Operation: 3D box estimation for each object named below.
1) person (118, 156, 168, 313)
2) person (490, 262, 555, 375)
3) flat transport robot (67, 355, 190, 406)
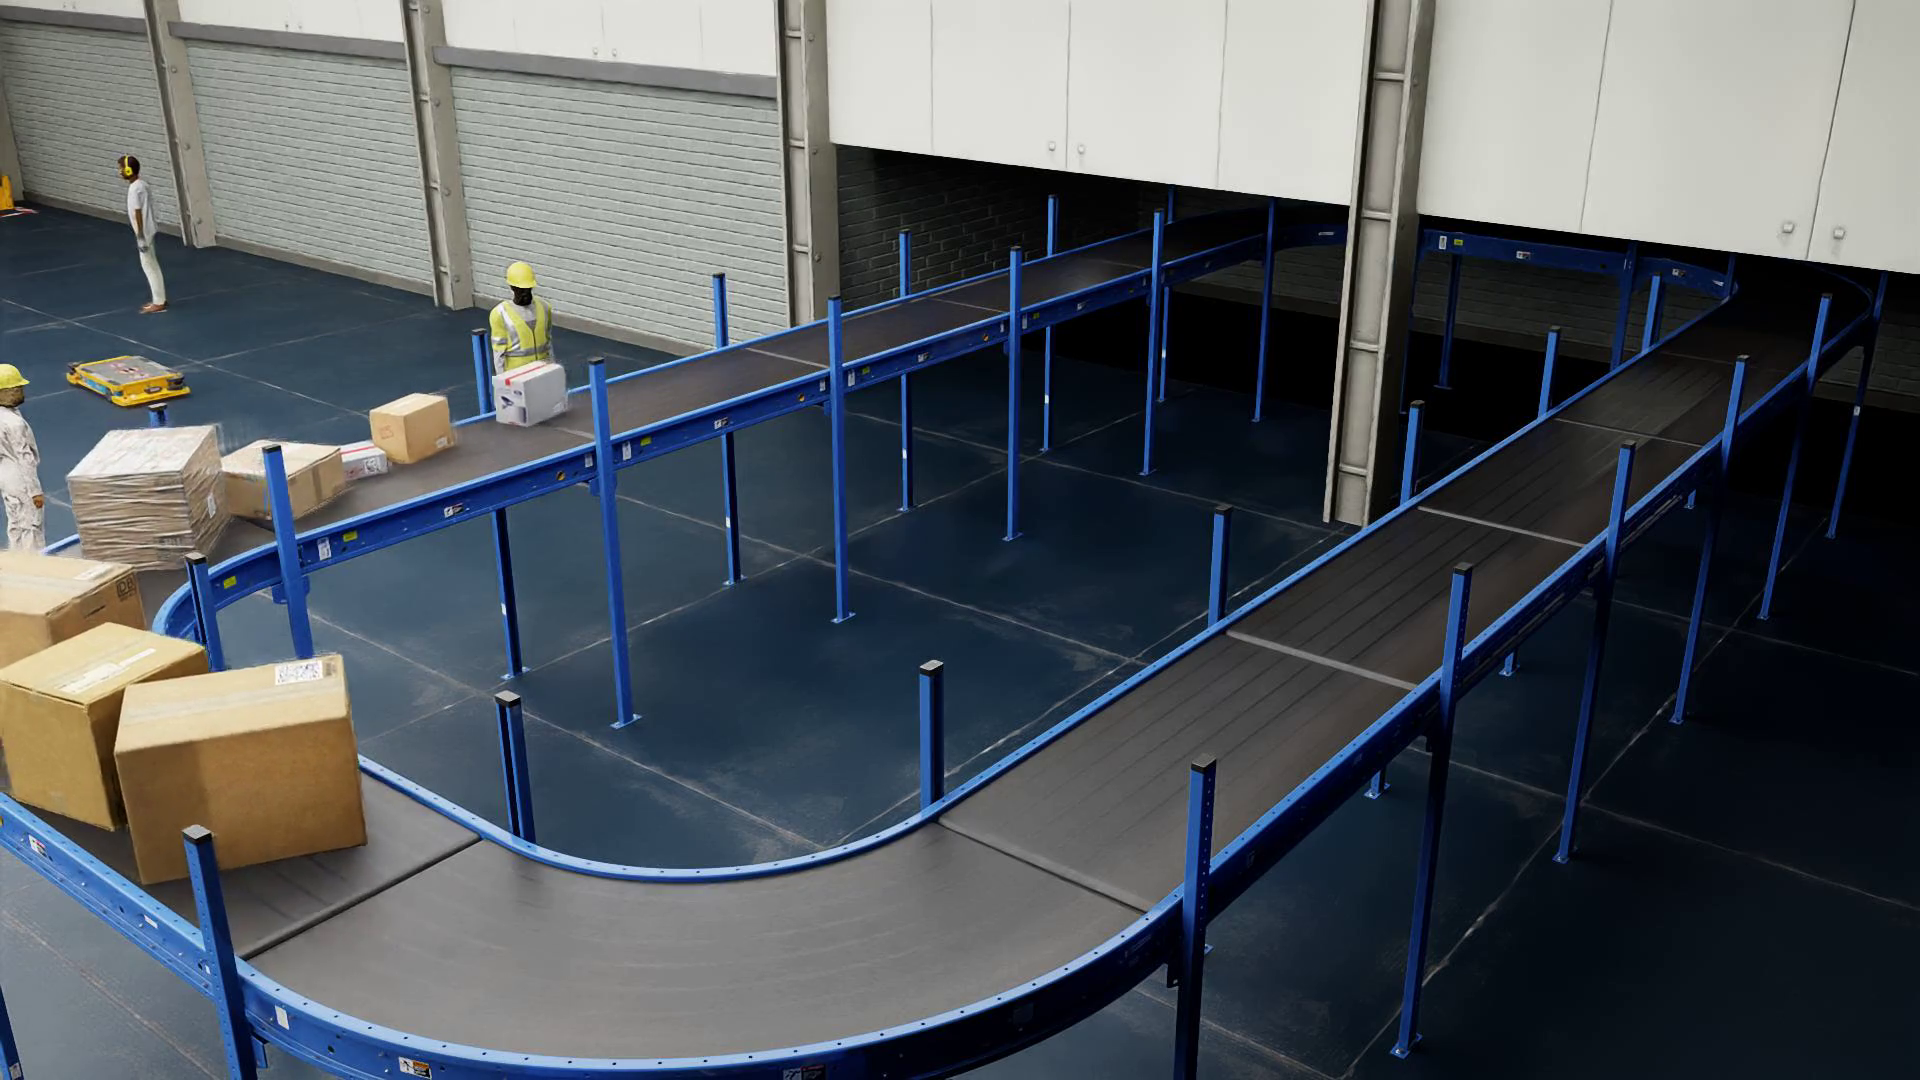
[{"bbox_3d":[-9.823,-3.667,19.973,0.342,1.861,0.531,-5,22,-12],"label":"person"},{"bbox_3d":[-3.665,-1.413,14.152,0.383,1.924,0.594,18,28,38],"label":"person"},{"bbox_3d":[-8.510,-1.652,16.985,1.431,0.197,0.652,19,28,39],"label":"flat transport robot"}]
